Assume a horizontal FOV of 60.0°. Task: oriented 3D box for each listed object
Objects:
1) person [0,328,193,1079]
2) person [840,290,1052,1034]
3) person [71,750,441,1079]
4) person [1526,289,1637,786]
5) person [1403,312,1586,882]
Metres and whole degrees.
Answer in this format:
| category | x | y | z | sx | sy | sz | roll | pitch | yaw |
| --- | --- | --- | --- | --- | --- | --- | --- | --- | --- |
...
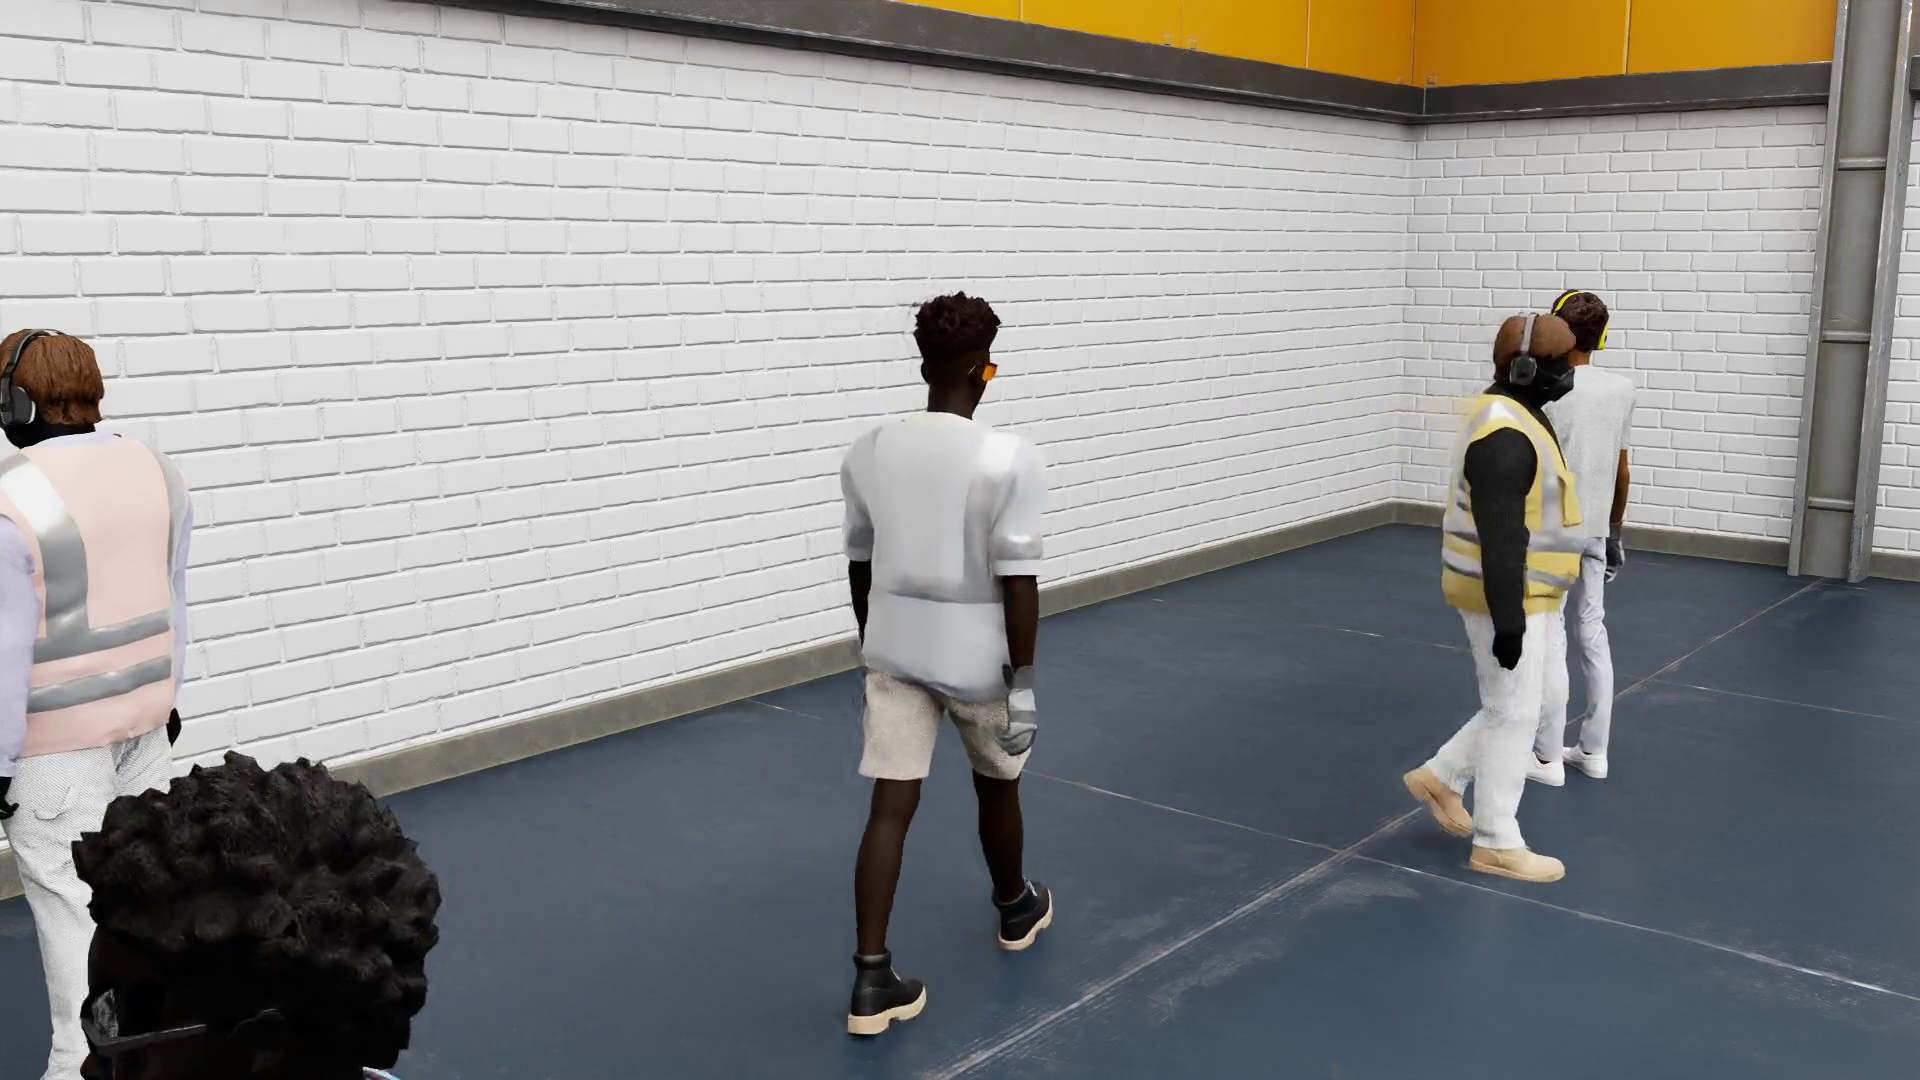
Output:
| category | x | y | z | sx | sy | sz | roll | pitch | yaw |
| --- | --- | --- | --- | --- | --- | --- | --- | --- | --- |
| person | -2.066 | 0.431 | 3.892 | 0.429 | 1.843 | 0.633 | 2 | 10 | 14 |
| person | -0.037 | 0.294 | 4.473 | 0.622 | 1.913 | 0.998 | 5 | 11 | 25 |
| person | -0.526 | 0.979 | 1.239 | 0.630 | 1.673 | 0.540 | -4 | 11 | -22 |
| person | 2.294 | -0.004 | 6.294 | 0.526 | 1.869 | 0.315 | -4 | 11 | -21 |
| person | 1.755 | 0.185 | 5.342 | 0.459 | 1.823 | 0.644 | 4 | 11 | 23 |
